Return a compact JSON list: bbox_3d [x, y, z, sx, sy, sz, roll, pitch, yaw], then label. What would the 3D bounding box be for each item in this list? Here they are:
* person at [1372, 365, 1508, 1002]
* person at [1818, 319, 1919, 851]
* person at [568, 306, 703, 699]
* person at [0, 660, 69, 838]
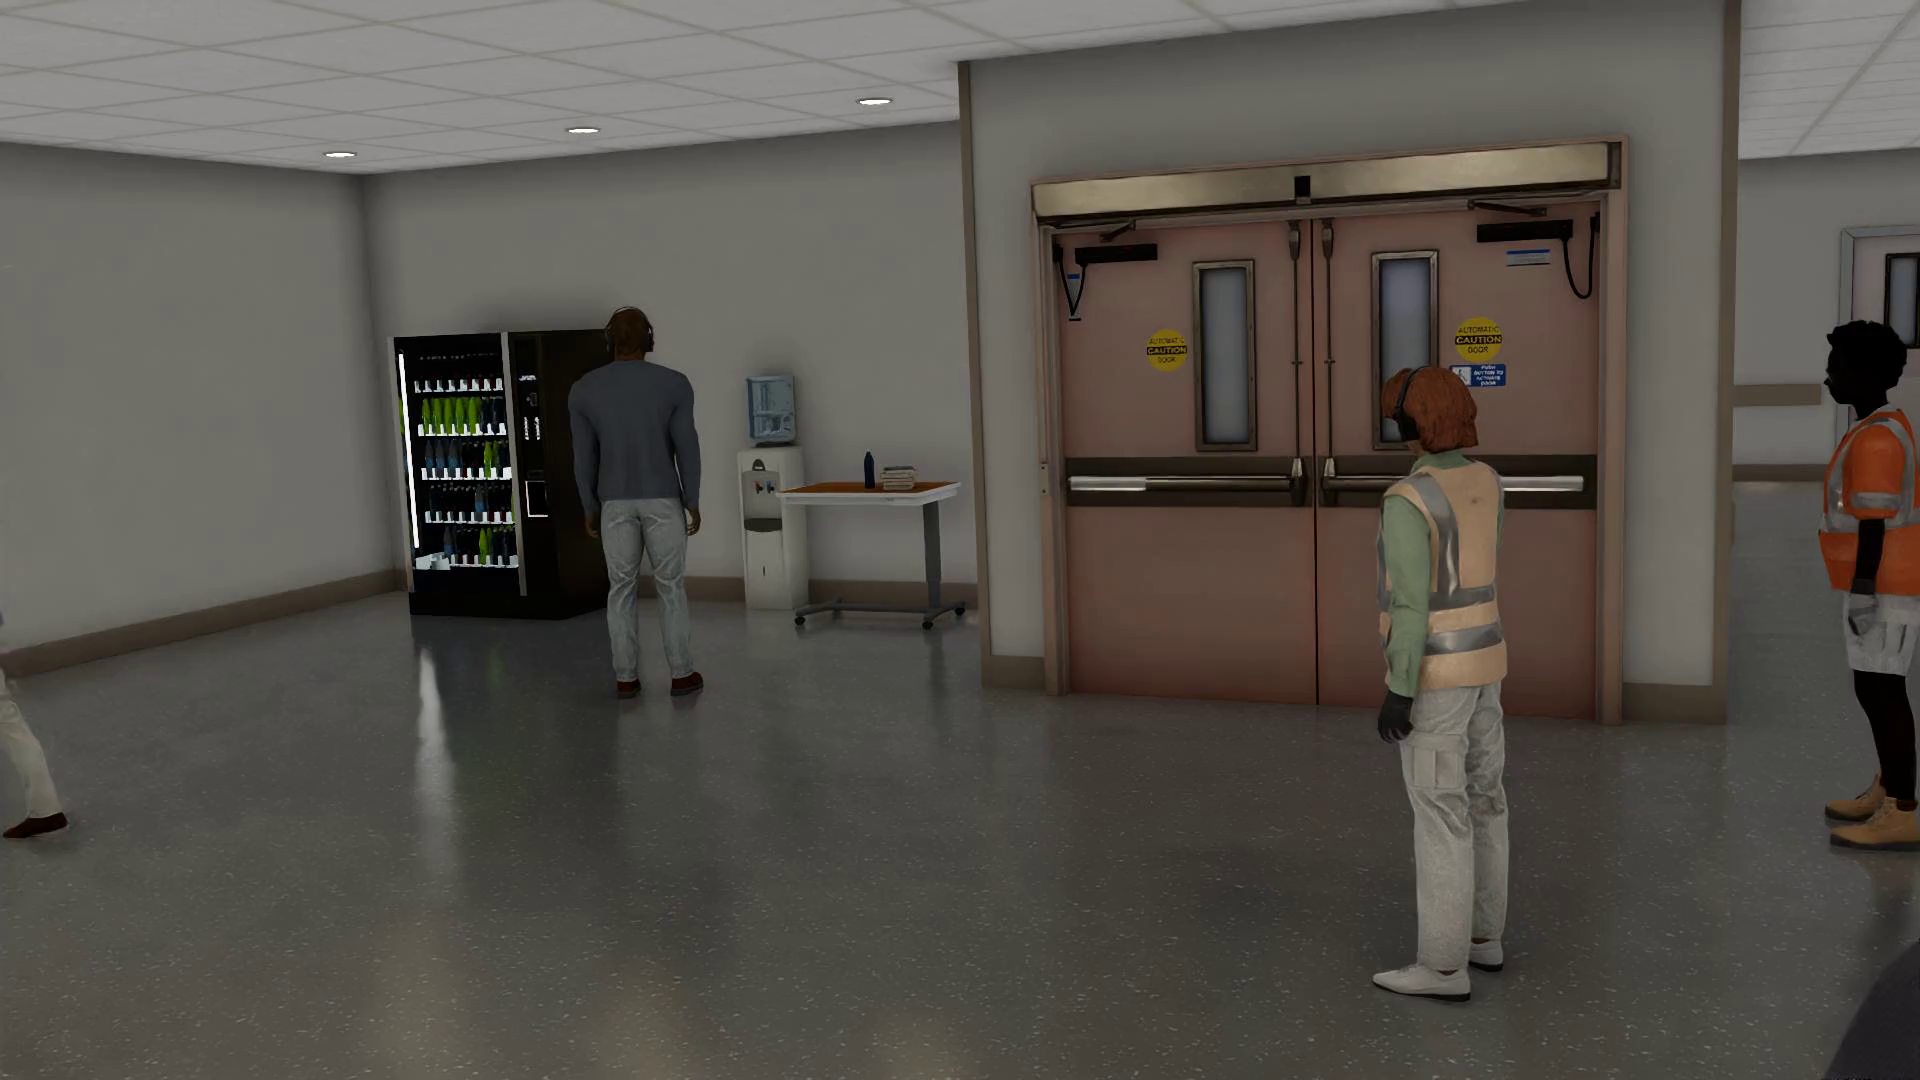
[{"bbox_3d":[1.248,0.368,4.308,0.314,1.636,0.515,5,10,43],"label":"person"},{"bbox_3d":[2.941,0.139,5.351,0.324,1.687,0.536,1,8,27],"label":"person"},{"bbox_3d":[-1.580,-0.178,8.226,0.628,1.940,0.373,-2,7,0],"label":"person"},{"bbox_3d":[-3.753,0.361,6.103,0.801,1.595,0.501,-2,7,1],"label":"person"}]
